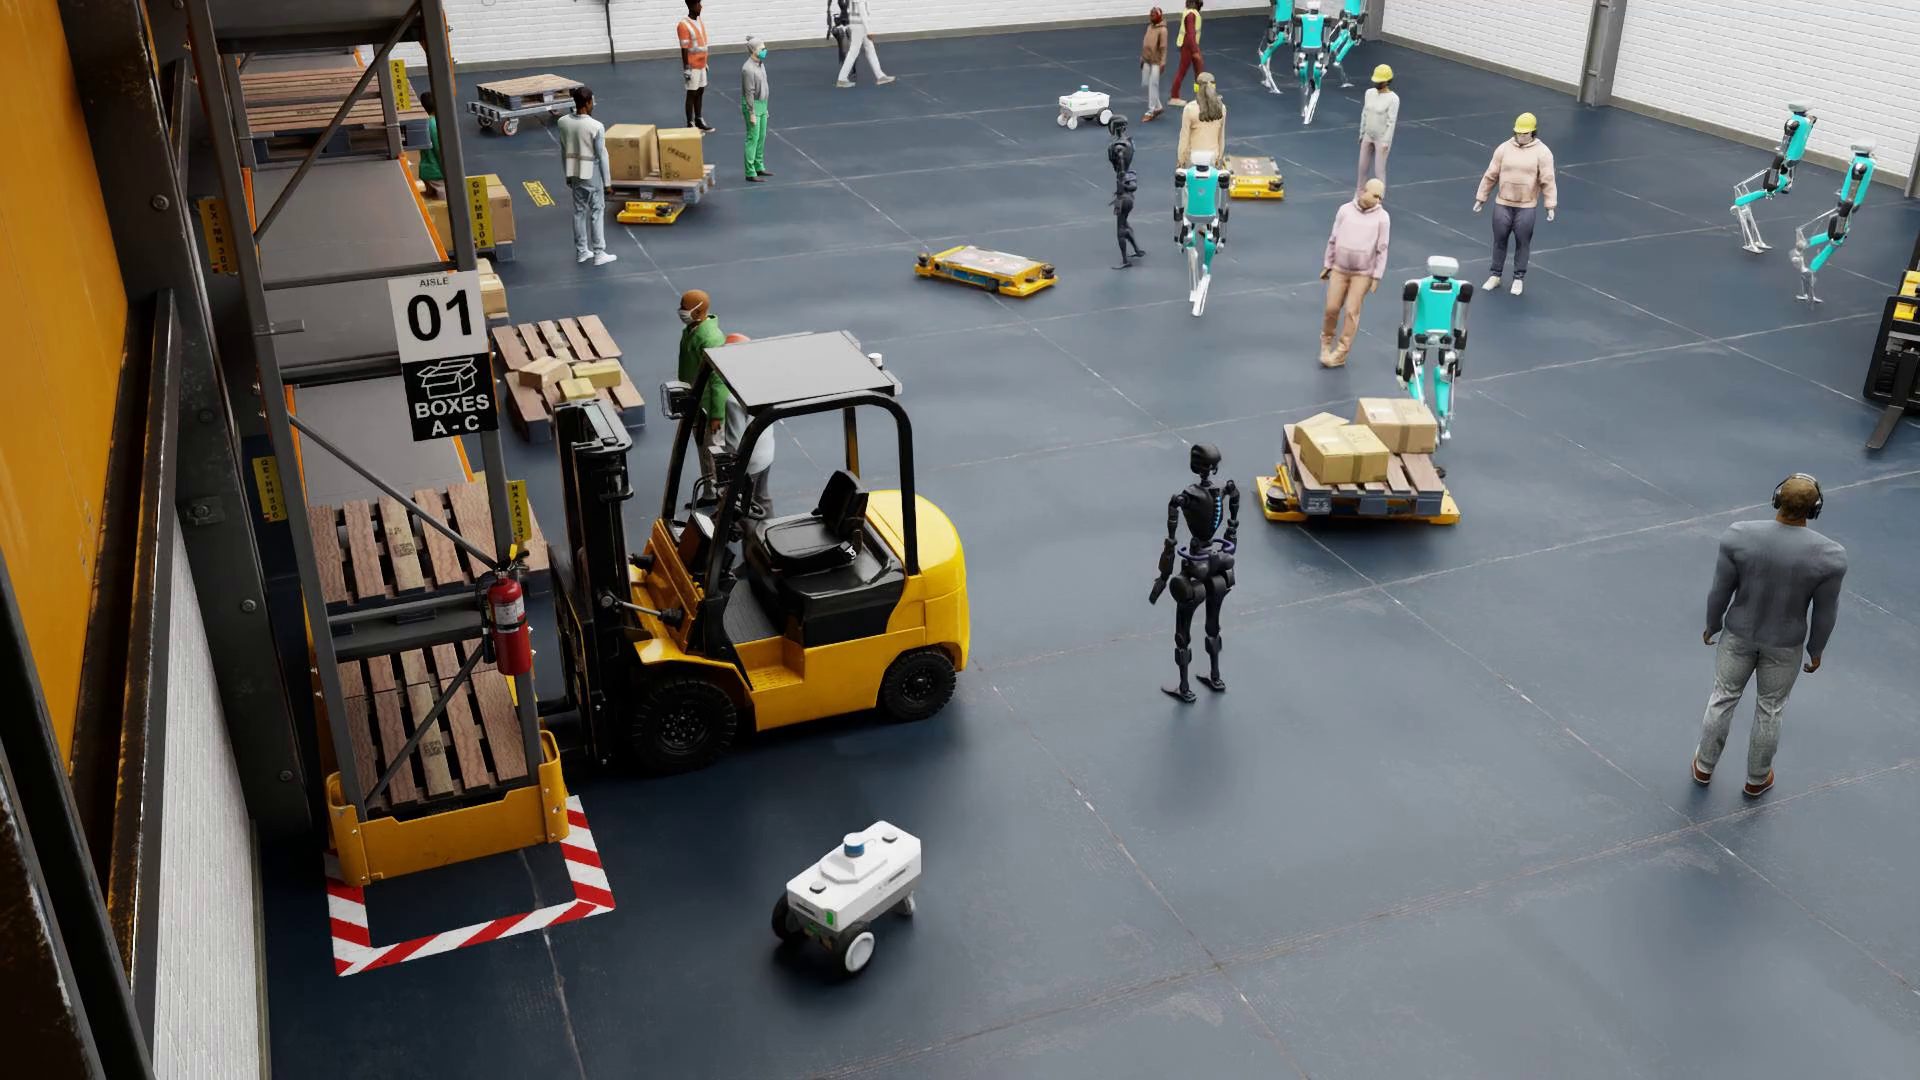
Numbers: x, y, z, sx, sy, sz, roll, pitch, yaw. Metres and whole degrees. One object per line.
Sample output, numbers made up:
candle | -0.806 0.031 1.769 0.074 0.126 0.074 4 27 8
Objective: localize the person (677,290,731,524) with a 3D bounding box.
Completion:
person | -1.877 -0.989 12.270 0.384 1.782 0.551 -14 30 -25

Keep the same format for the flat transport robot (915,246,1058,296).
flat transport robot | 0.275 -2.879 17.713 1.431 0.231 0.659 19 32 33

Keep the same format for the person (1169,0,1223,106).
person | 3.595 -7.426 25.129 0.833 1.729 0.483 9 28 18

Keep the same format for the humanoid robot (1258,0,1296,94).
humanoid robot | 4.869 -7.958 26.220 0.582 1.785 0.875 -18 32 -31

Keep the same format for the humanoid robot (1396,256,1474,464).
humanoid robot | 3.674 -1.221 12.802 0.544 1.767 0.899 0 27 1

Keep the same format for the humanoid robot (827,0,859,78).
humanoid robot | -1.867 -8.362 27.060 0.616 1.634 0.418 -5 27 -10

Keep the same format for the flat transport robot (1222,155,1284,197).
flat transport robot | 3.723 -4.639 21.214 0.659 0.231 1.431 2 27 3

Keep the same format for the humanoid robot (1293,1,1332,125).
humanoid robot | 5.131 -6.940 24.247 0.545 1.861 0.833 8 28 15

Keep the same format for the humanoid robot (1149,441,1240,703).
humanoid robot | 1.440 0.182 10.055 0.599 1.653 0.324 -16 31 -28

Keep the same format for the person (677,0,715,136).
person | -3.727 -6.715 23.456 0.362 1.963 0.612 9 28 17

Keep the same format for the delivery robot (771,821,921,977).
delivery robot | -0.533 1.721 8.235 0.523 0.585 0.737 21 33 35

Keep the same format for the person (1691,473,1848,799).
person | 4.391 0.526 9.083 0.634 1.938 0.363 15 30 28

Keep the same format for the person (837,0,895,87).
person | -1.551 -8.147 26.457 0.962 1.834 0.584 -3 27 -6

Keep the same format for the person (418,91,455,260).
person | -5.680 -3.927 18.050 0.399 1.841 0.506 -21 34 -36

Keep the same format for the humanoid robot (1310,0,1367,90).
humanoid robot | 5.915 -7.971 26.226 0.928 1.778 0.531 -14 30 -26

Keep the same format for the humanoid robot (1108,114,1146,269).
humanoid robot | 1.804 -3.756 17.899 0.469 1.645 0.612 3 27 6

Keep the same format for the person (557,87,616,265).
person | -4.031 -3.923 17.972 0.595 1.908 0.408 12 29 22

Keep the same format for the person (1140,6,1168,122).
person | 2.833 -6.948 24.274 0.451 1.645 0.477 -15 31 -28

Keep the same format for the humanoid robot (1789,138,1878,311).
humanoid robot | 8.605 -3.095 16.618 0.741 1.891 0.551 17 31 30

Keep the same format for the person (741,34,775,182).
person | -2.595 -5.511 21.212 0.344 1.835 0.511 7 27 13

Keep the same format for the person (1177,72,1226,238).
person | 2.735 -4.330 18.832 0.563 1.868 0.398 -10 28 -18

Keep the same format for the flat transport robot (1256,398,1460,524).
flat transport robot | 3.023 -0.351 12.685 1.431 0.231 0.659 1 27 2

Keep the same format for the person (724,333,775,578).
person | -1.474 -0.588 11.518 0.351 1.737 0.575 9 28 18

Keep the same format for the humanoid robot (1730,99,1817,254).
humanoid robot | 8.798 -4.003 18.166 0.533 1.677 0.735 -21 34 -36

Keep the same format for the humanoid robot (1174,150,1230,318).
humanoid robot | 2.380 -3.054 16.454 0.536 1.730 1.015 4 27 9

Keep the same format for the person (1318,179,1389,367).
person | 3.581 -2.426 15.182 0.571 1.755 0.512 14 30 25

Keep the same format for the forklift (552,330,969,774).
forklift | -1.094 0.010 9.831 2.313 2.155 1.214 -10 28 -20

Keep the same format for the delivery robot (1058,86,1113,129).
delivery robot | 1.835 -6.298 24.217 0.791 0.614 0.499 -14 30 -26

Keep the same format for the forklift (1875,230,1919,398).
forklift | 9.029 -2.397 14.618 1.214 2.155 2.313 18 32 32

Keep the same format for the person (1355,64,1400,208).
person | 4.965 -4.795 19.866 0.339 1.757 0.529 -18 32 -31

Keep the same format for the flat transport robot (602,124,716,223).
flat transport robot | -3.653 -4.127 20.196 0.659 0.231 1.431 3 27 6

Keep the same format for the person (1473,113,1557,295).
person | 5.734 -3.477 17.140 0.814 1.855 0.436 15 30 27
